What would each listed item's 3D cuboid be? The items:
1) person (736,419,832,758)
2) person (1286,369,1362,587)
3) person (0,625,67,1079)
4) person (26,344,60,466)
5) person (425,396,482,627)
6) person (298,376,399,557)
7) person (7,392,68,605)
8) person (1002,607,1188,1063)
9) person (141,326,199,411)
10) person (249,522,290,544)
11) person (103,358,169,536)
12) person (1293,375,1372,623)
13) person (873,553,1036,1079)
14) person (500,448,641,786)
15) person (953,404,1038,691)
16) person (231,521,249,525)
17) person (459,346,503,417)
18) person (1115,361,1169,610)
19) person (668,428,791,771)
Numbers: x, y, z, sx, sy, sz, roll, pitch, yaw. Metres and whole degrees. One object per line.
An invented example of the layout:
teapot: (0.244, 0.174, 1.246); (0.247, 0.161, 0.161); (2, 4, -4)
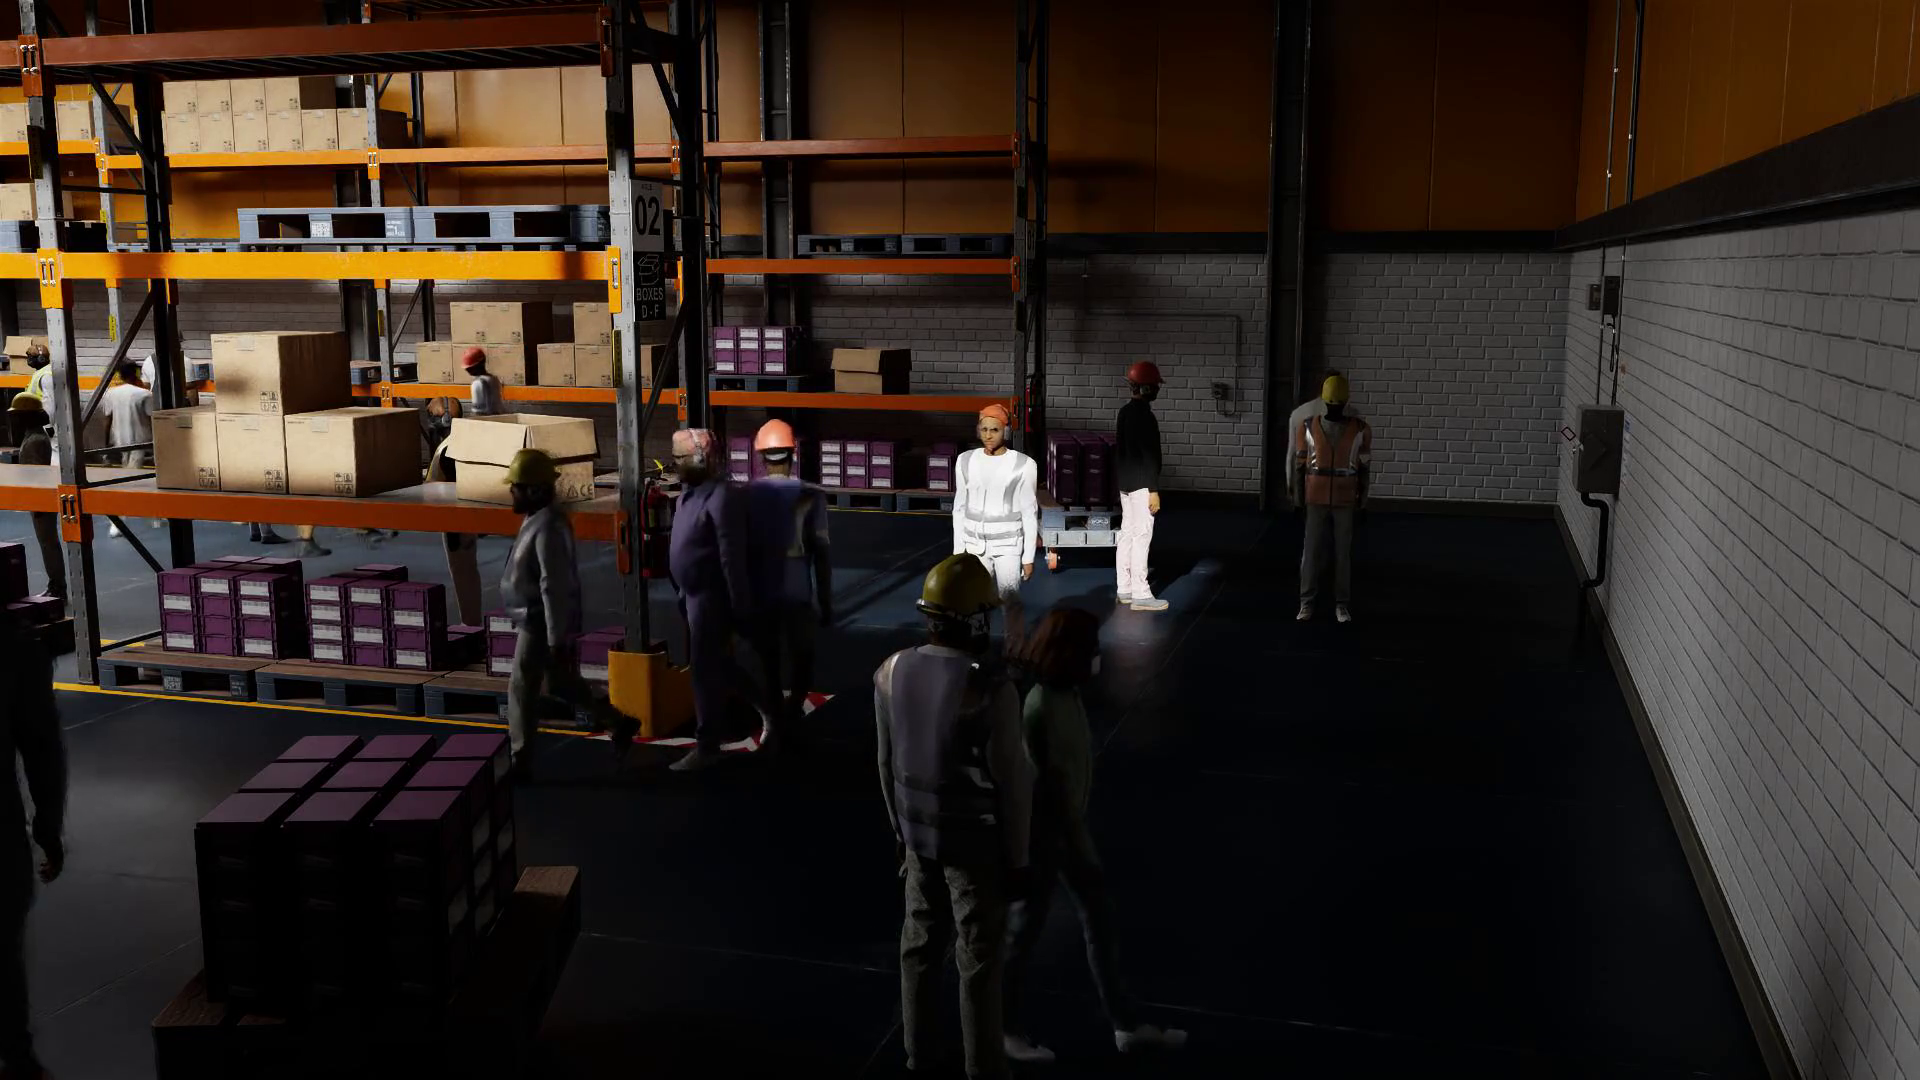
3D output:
person: (-1.001, 0.298, 9.160); (0.563, 1.908, 0.740); (1, 9, 3)
person: (3.098, -0.525, 14.290); (0.618, 1.890, 1.059); (6, 11, 33)
person: (-3.139, 0.955, 5.201); (0.644, 1.909, 0.650); (-7, 11, -35)
person: (-10.848, -1.401, 19.746); (0.429, 1.837, 0.624); (-6, 11, -33)
person: (-3.618, -0.117, 11.933); (0.430, 1.835, 0.621); (-2, 10, -14)
person: (-5.898, -0.791, 15.852); (0.952, 1.888, 0.558); (-4, 10, -22)
person: (-7.465, -0.325, 13.453); (0.320, 1.742, 0.492); (-5, 11, -28)
person: (0.428, 1.028, 5.629); (0.766, 1.601, 0.511); (3, 10, 19)
person: (-9.617, -1.620, 20.440); (0.688, 2.000, 0.537); (2, 10, 12)
person: (-6.937, -0.842, 16.548); (0.329, 1.764, 0.524); (-9, 13, -42)
person: (-8.509, -0.960, 17.136); (0.547, 1.806, 0.967); (1, 9, 6)
person: (2.868, -0.314, 12.853); (0.584, 1.919, 0.375); (2, 9, 11)
person: (0.003, 0.950, 5.407); (0.588, 1.833, 0.404); (8, 12, 39)
person: (-2.143, 0.404, 8.818); (0.787, 1.809, 0.589); (-2, 9, -10)
person: (0.221, 0.065, 10.664); (0.578, 1.879, 0.349); (5, 10, 27)
person: (-7.653, -1.087, 17.805); (0.349, 1.840, 0.506); (4, 10, 24)
person: (-5.170, -1.182, 18.244); (0.492, 1.888, 0.581); (1, 9, 4)
person: (1.454, -0.437, 13.368); (0.381, 1.994, 0.622); (-3, 10, -18)
person: (-1.290, 0.307, 9.217); (0.716, 1.886, 0.677); (-4, 10, -25)
